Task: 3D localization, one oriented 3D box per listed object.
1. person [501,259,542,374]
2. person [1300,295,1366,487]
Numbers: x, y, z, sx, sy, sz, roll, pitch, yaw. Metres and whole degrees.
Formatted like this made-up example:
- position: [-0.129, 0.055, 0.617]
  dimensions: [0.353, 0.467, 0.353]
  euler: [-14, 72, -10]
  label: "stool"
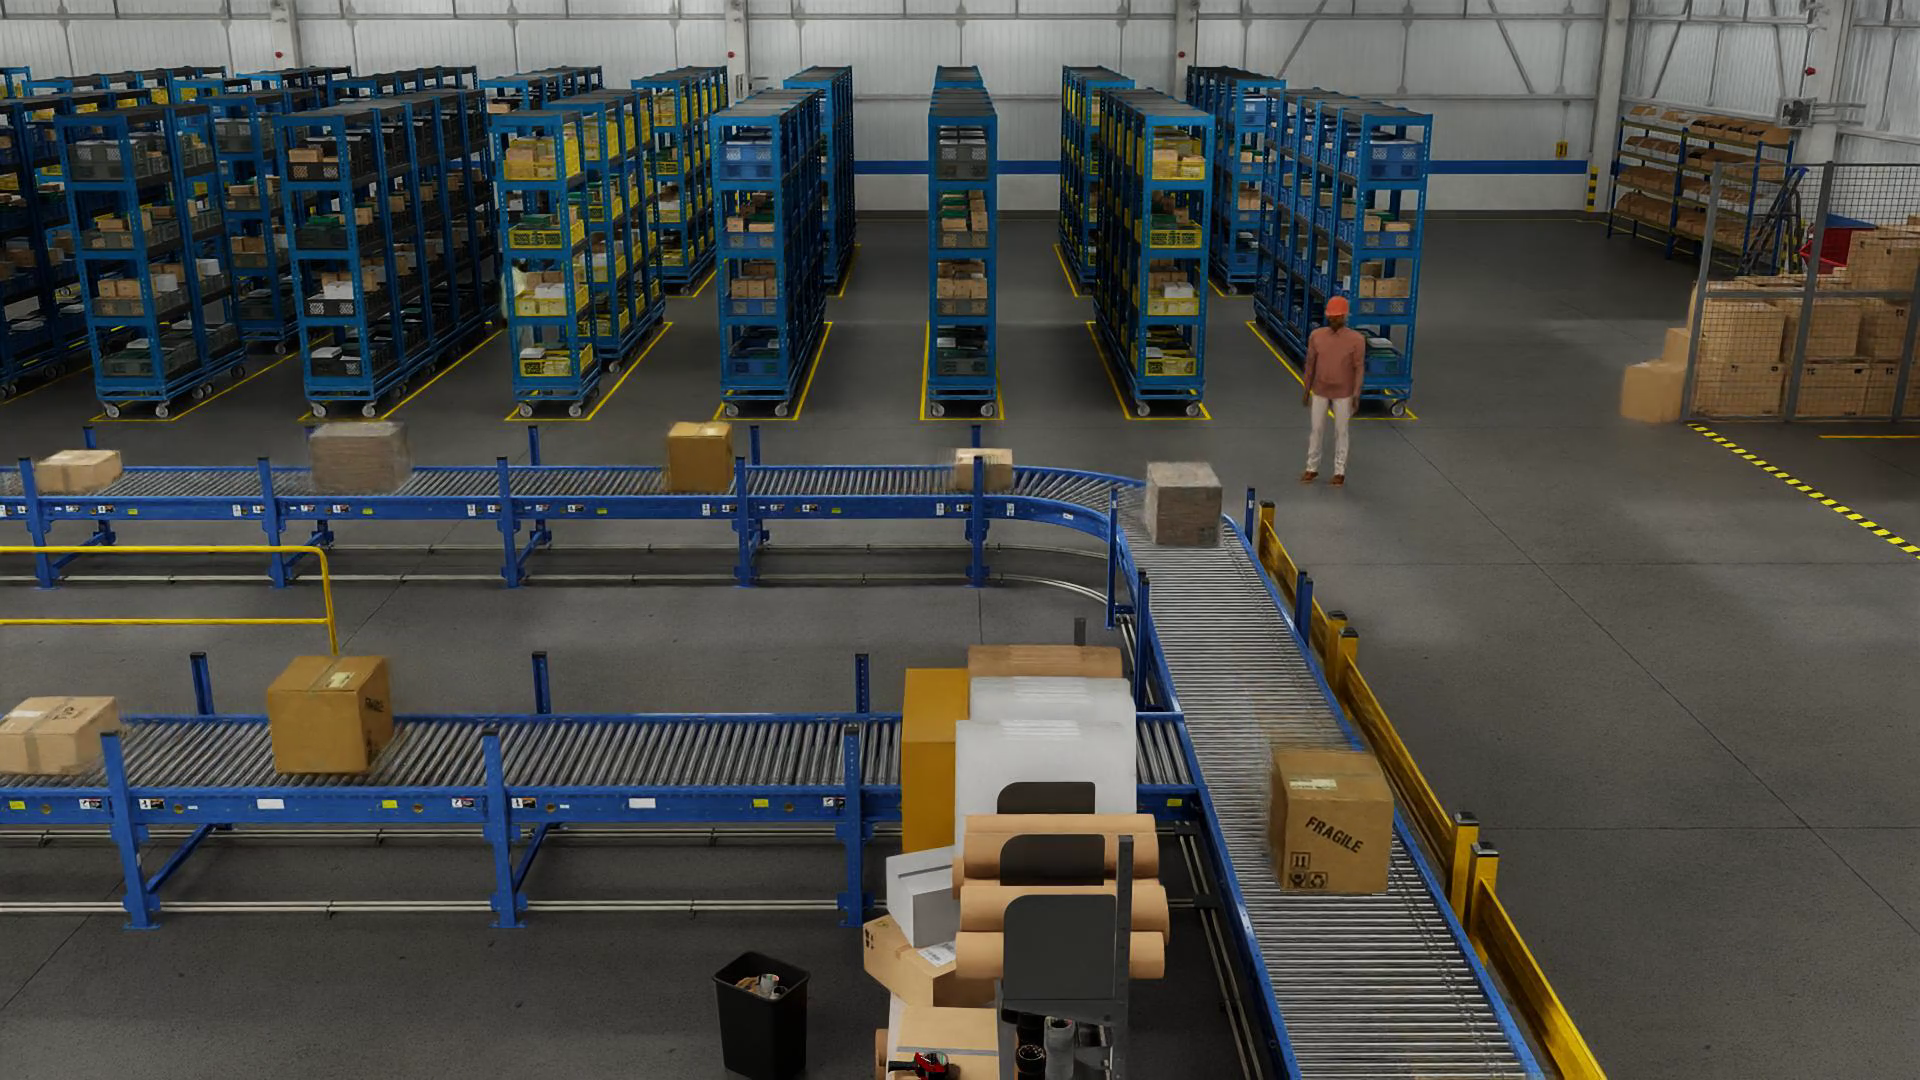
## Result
- position: [-5.772, -2.995, 22.002]
  dimensions: [0.613, 1.782, 0.836]
  euler: [-10, 21, -29]
  label: "person"
- position: [3.831, -1.531, 17.129]
  dimensions: [0.623, 1.992, 0.396]
  euler: [9, 20, 25]
  label: "person"
